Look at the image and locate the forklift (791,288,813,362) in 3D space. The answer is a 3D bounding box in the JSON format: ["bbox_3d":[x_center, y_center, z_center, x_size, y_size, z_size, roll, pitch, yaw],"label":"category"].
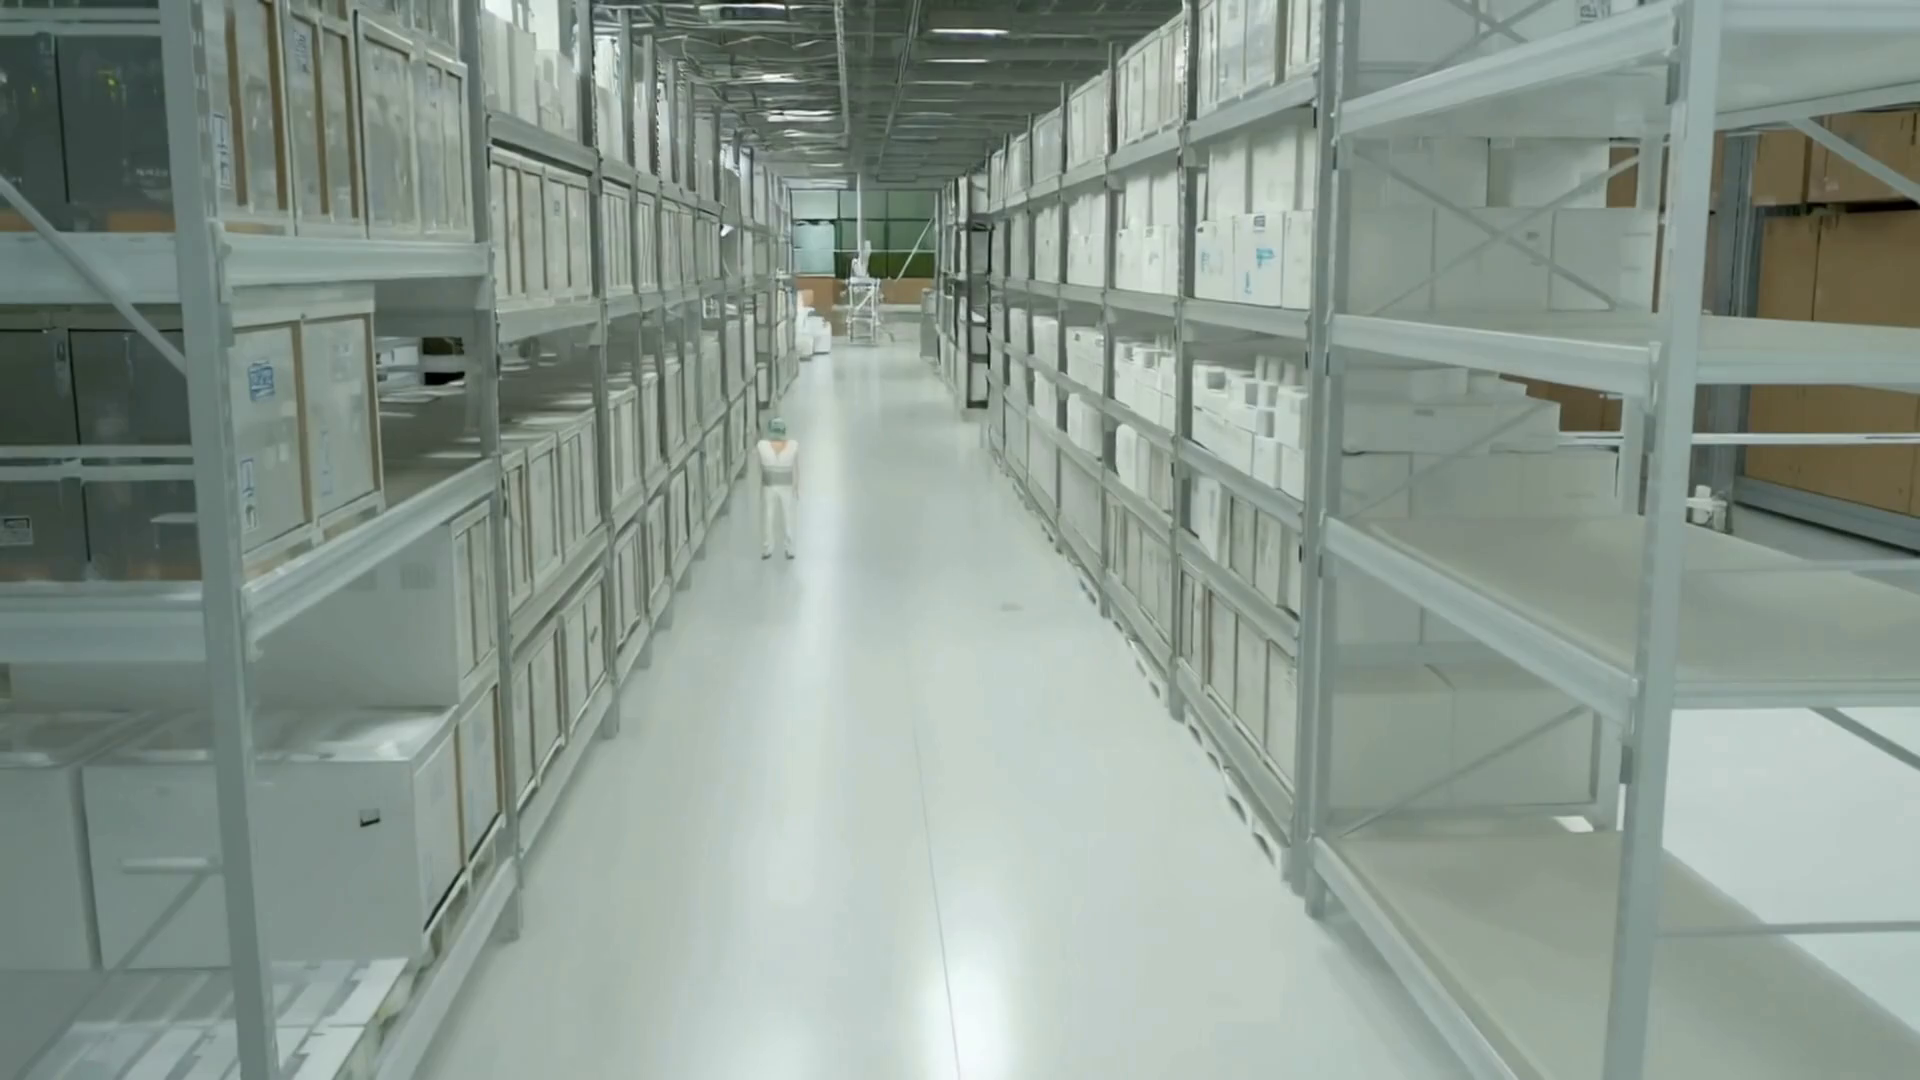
[{"bbox_3d":[-6.397,-8.275,63.900,1.129,2.768,1.873,-3,10,-20],"label":"forklift"}]

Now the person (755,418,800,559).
[{"bbox_3d":[-2.363,-0.671,21.561,0.570,1.844,0.380,-1,10,-6],"label":"person"}]

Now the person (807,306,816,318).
[{"bbox_3d":[-6.447,-9.285,72.778,0.545,1.929,0.392,9,13,42],"label":"person"}]

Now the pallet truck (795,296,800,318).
[{"bbox_3d":[-8.622,-12.439,91.403,1.885,1.965,0.823,2,10,13],"label":"pallet truck"}]

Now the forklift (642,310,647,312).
[{"bbox_3d":[-10.292,-6.341,52.344,1.873,2.768,1.129,9,13,43],"label":"forklift"}]

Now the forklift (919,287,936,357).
[{"bbox_3d":[-1.085,-8.861,67.398,1.129,2.768,1.873,-1,10,-3],"label":"forklift"}]

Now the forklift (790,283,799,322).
[{"bbox_3d":[-8.516,-11.137,80.992,1.129,2.768,1.873,-5,11,-30],"label":"forklift"}]
